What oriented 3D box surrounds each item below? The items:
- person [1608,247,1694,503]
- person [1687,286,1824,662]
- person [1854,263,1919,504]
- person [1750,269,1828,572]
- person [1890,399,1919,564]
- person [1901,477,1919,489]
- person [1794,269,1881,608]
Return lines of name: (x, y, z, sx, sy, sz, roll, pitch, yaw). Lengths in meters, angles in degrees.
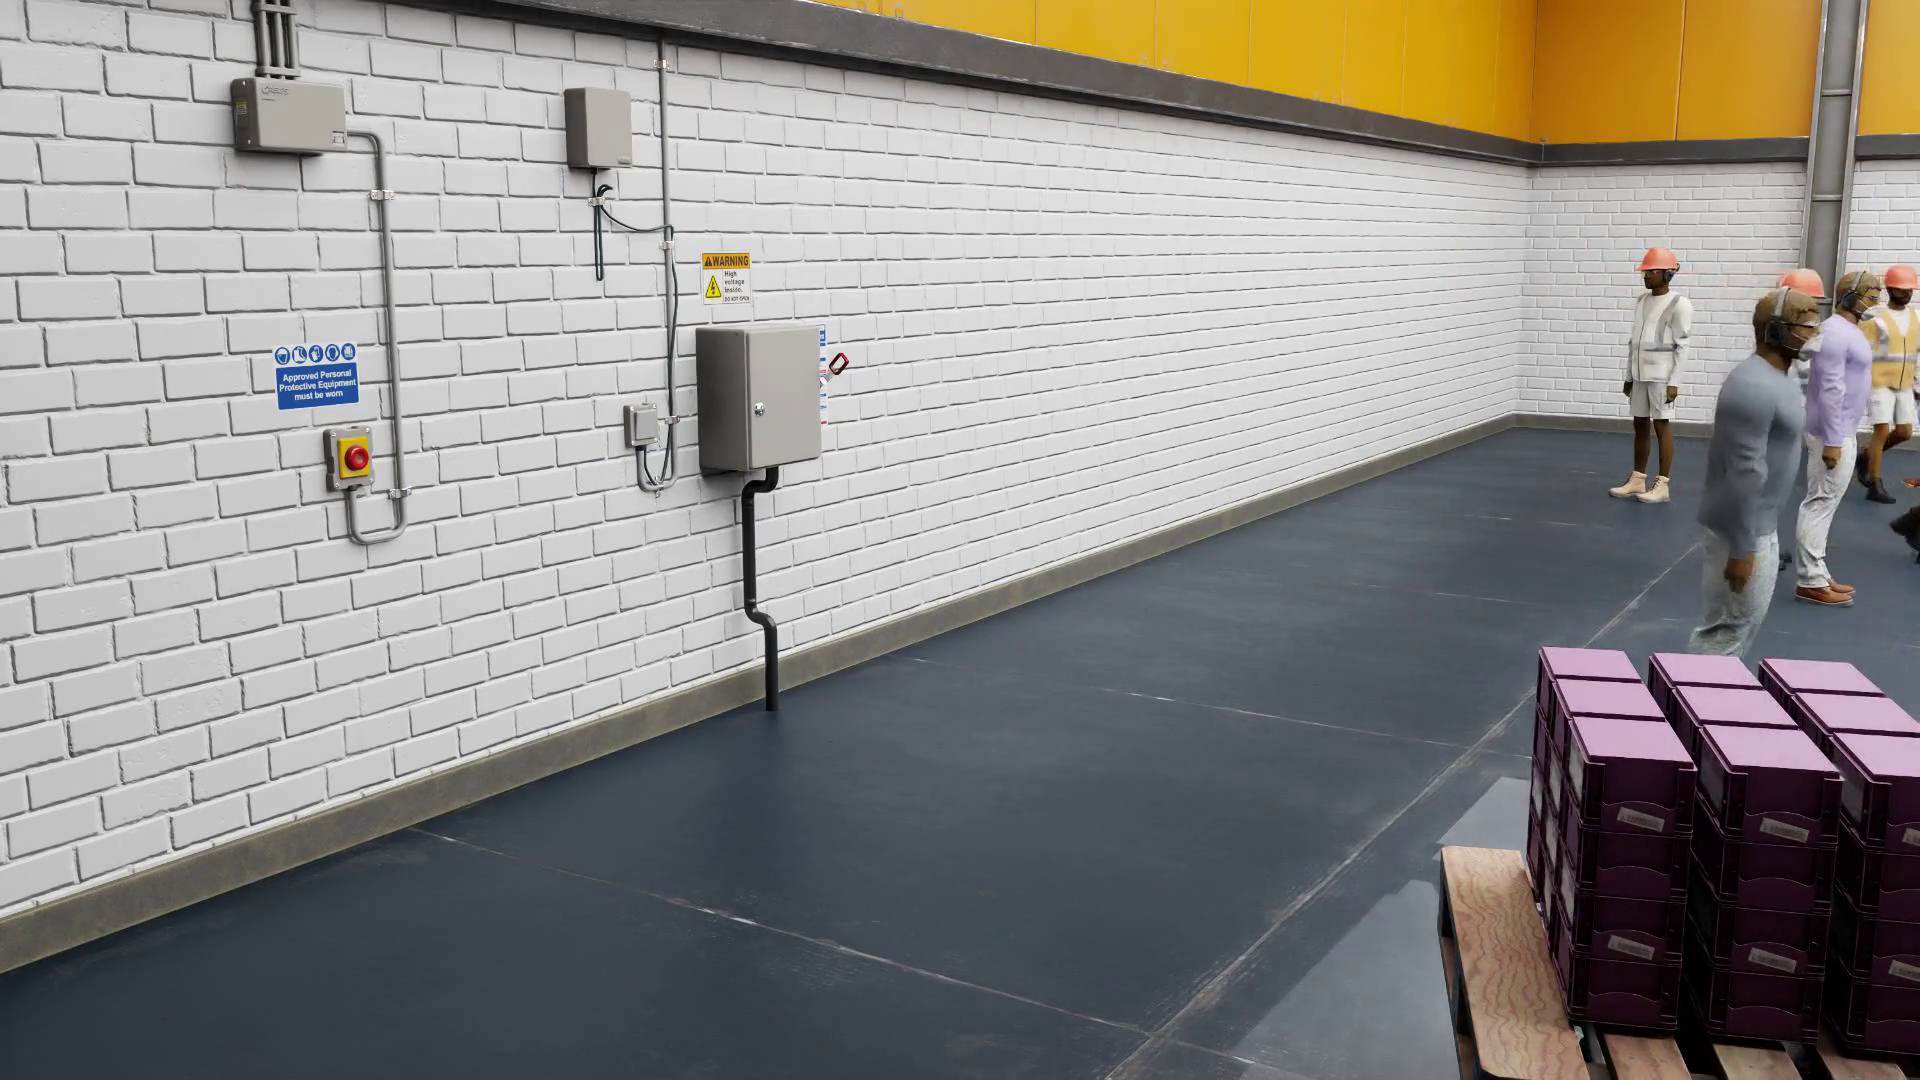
person: (5.562, -1.320, 13.373, 0.379, 2.045, 0.605, -3, 11, -17)
person: (3.084, -0.013, 6.501, 0.433, 1.927, 0.654, 6, 12, 30)
person: (7.461, -1.271, 13.449, 0.556, 1.917, 0.610, -2, 10, -8)
person: (5.244, -0.740, 10.500, 0.602, 1.914, 0.559, -1, 10, -5)
person: (6.349, -0.772, 10.688, 0.558, 1.926, 0.485, -8, 13, -36)
person: (8.257, -1.246, 13.602, 0.577, 1.841, 0.944, -7, 12, -33)
person: (5.082, -0.592, 9.648, 0.371, 1.935, 0.627, 7, 12, 32)
